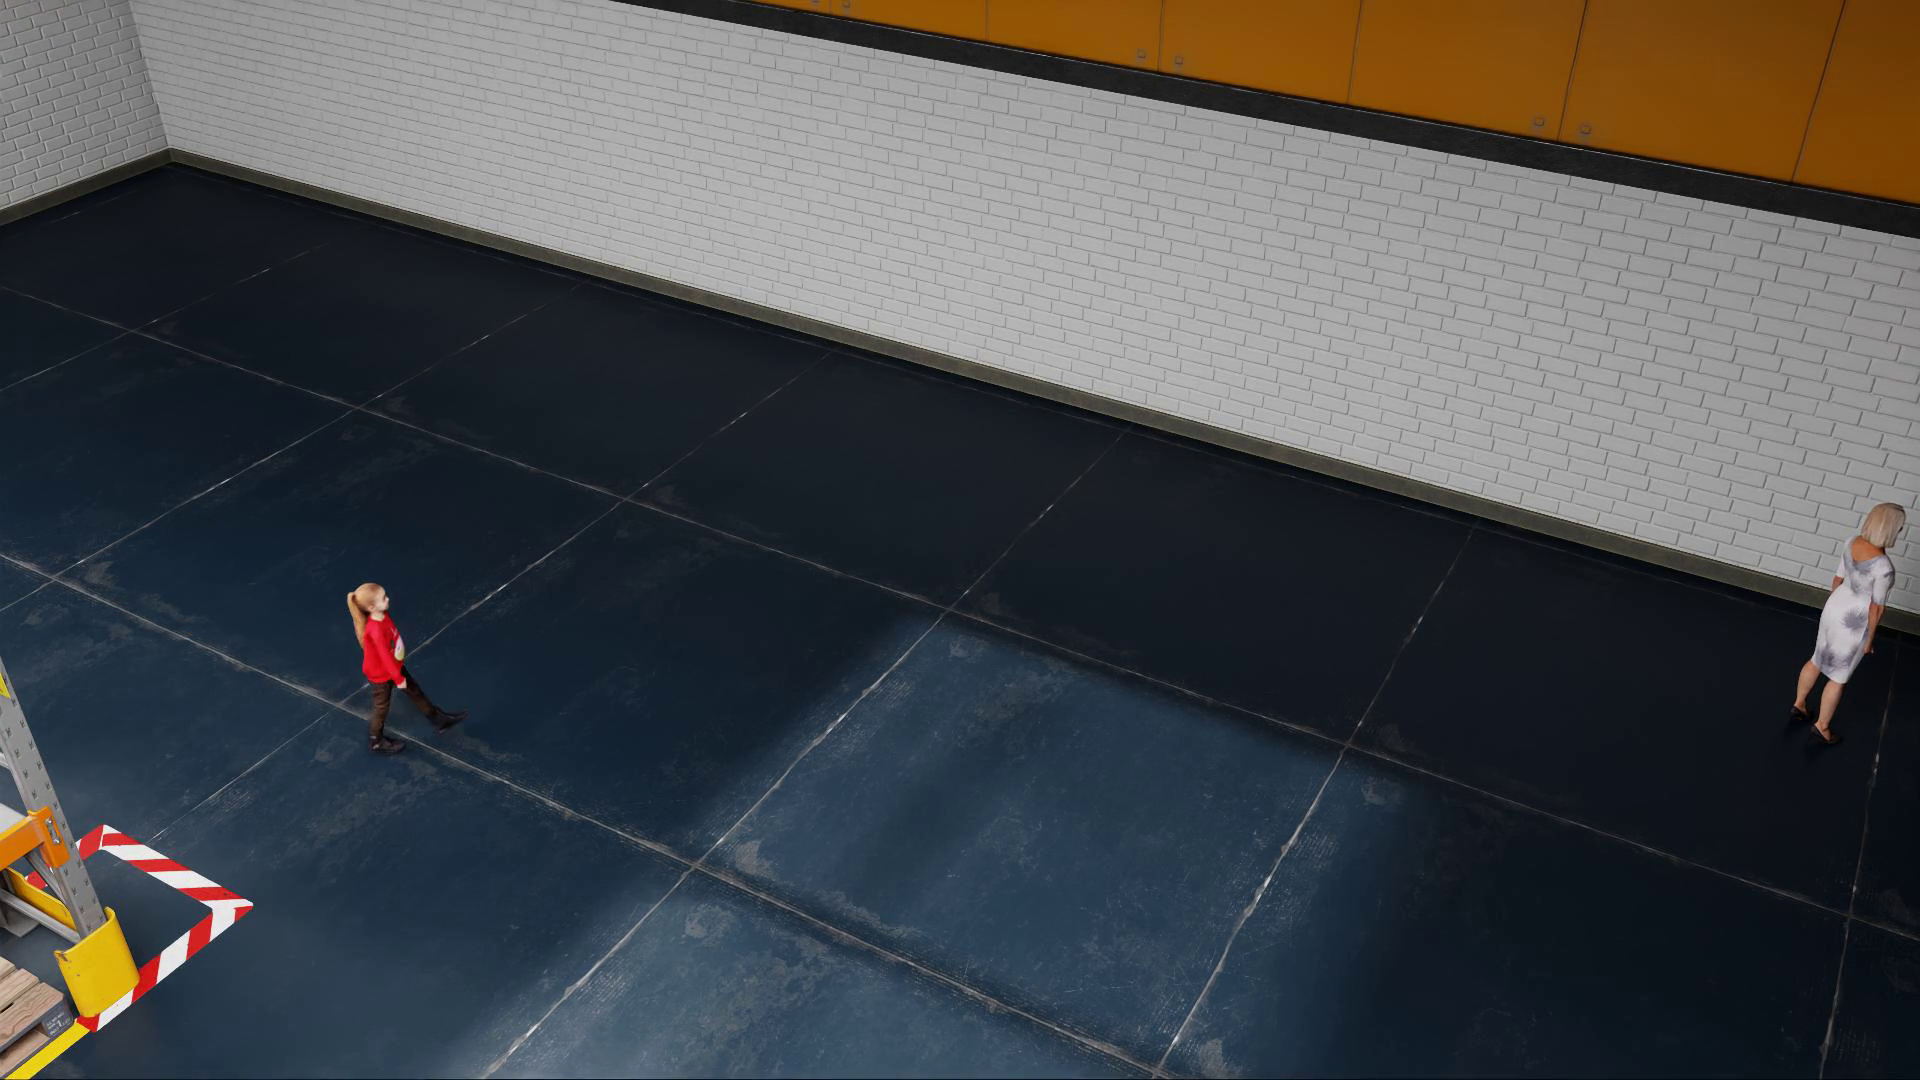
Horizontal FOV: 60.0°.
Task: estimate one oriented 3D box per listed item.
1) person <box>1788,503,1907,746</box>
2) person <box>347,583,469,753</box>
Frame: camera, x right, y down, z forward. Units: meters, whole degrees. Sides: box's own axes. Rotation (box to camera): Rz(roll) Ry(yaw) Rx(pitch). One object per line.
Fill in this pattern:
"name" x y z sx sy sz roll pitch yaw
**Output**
"person" 5.584 0.516 10.454 0.696 1.751 0.632 -8 34 -11
"person" -3.660 0.825 10.434 0.898 1.258 0.850 -8 34 -11
